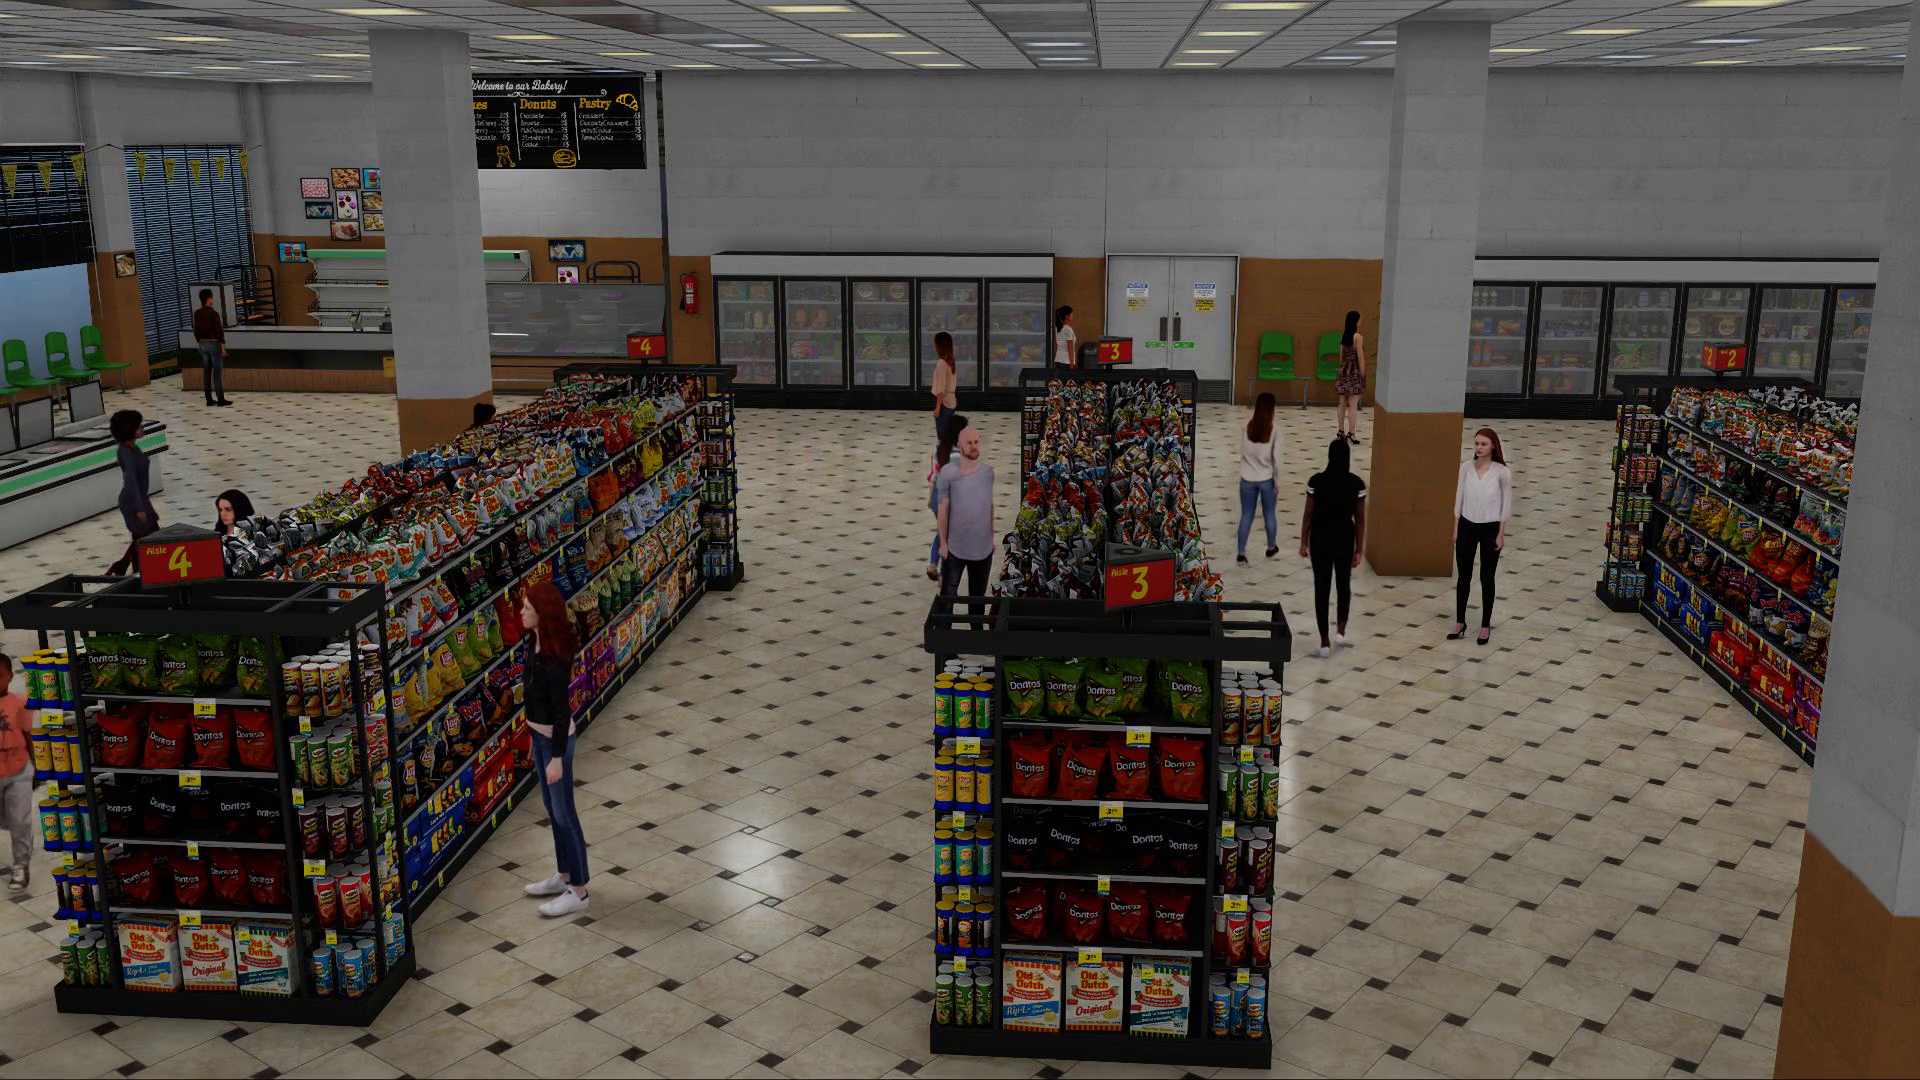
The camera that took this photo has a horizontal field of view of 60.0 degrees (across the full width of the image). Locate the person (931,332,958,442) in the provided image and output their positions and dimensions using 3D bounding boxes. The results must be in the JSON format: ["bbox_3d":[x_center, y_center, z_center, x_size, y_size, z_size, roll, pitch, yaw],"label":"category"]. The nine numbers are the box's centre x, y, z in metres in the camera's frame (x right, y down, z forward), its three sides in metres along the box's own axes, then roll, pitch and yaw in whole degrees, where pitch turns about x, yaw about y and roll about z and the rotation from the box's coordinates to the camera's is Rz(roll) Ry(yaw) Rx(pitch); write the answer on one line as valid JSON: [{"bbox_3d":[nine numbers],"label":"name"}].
[{"bbox_3d":[-0.176,-1.579,19.752,0.690,1.792,0.523,4,14,16],"label":"person"}]

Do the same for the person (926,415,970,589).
[{"bbox_3d":[-0.136,-0.322,14.993,0.749,1.592,0.784,8,16,29],"label":"person"}]

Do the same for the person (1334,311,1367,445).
[{"bbox_3d":[5.238,-2.180,22.269,0.859,1.774,0.782,-7,15,-28],"label":"person"}]

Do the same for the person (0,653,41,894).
[{"bbox_3d":[-5.255,1.246,9.153,0.638,1.298,0.862,-3,14,-14],"label":"person"}]

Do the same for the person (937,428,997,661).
[{"bbox_3d":[0.060,0.019,13.069,0.761,1.838,0.781,-8,16,-29],"label":"person"}]

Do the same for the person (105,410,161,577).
[{"bbox_3d":[-7.341,-0.290,14.635,0.809,1.700,0.763,-5,14,-19],"label":"person"}]

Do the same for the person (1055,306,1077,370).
[{"bbox_3d":[1.523,-2.580,24.197,0.711,1.643,0.606,-6,15,-24],"label":"person"}]

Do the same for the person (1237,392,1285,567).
[{"bbox_3d":[2.793,-0.531,15.727,0.877,1.652,1.189,6,15,24],"label":"person"}]

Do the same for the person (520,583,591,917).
[{"bbox_3d":[-2.146,1.092,8.753,0.717,1.787,0.619,-7,15,-27],"label":"person"}]

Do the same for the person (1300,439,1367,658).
[{"bbox_3d":[2.927,0.081,13.065,0.624,1.718,0.641,1,14,5],"label":"person"}]

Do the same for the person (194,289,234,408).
[{"bbox_3d":[-11.429,-2.931,25.358,0.688,1.777,0.592,4,14,16],"label":"person"}]

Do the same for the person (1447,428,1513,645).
[{"bbox_3d":[4.207,-0.035,13.459,0.667,1.759,0.669,10,17,36],"label":"person"}]
